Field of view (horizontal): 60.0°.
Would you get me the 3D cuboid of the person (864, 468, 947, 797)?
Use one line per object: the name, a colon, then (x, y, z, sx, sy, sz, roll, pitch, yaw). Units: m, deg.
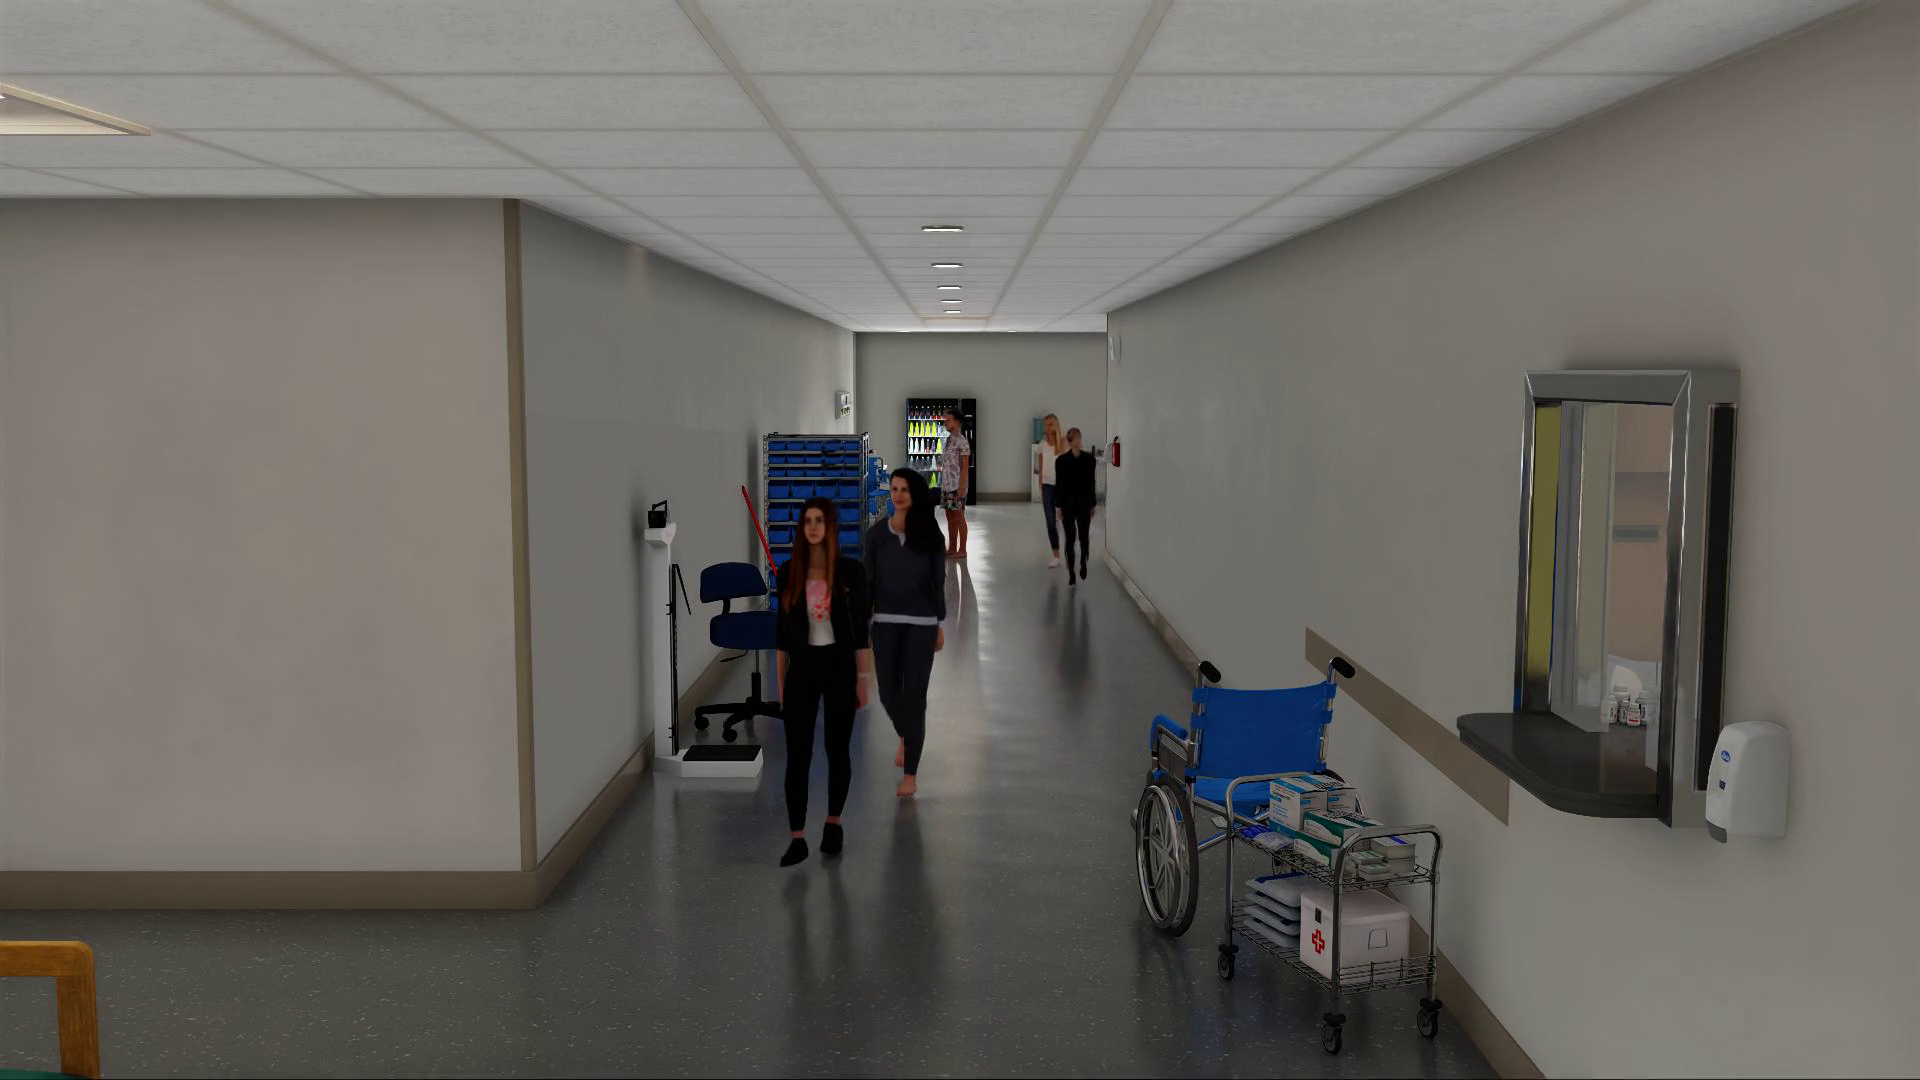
person: (-0.298, 0.488, 9.189, 1.063, 1.739, 0.776, 1, 6, 8)

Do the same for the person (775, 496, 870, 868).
person: (-0.625, 0.646, 7.866, 0.811, 1.690, 0.659, 0, 6, 0)

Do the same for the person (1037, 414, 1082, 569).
person: (1.167, -0.570, 19.461, 0.979, 1.789, 0.908, 2, 6, 18)

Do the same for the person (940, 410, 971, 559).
person: (-0.056, -0.697, 20.588, 0.732, 1.816, 0.749, -3, 6, -27)

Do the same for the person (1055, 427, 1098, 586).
person: (1.237, -0.323, 17.491, 0.867, 1.692, 0.716, -1, 6, -6)
